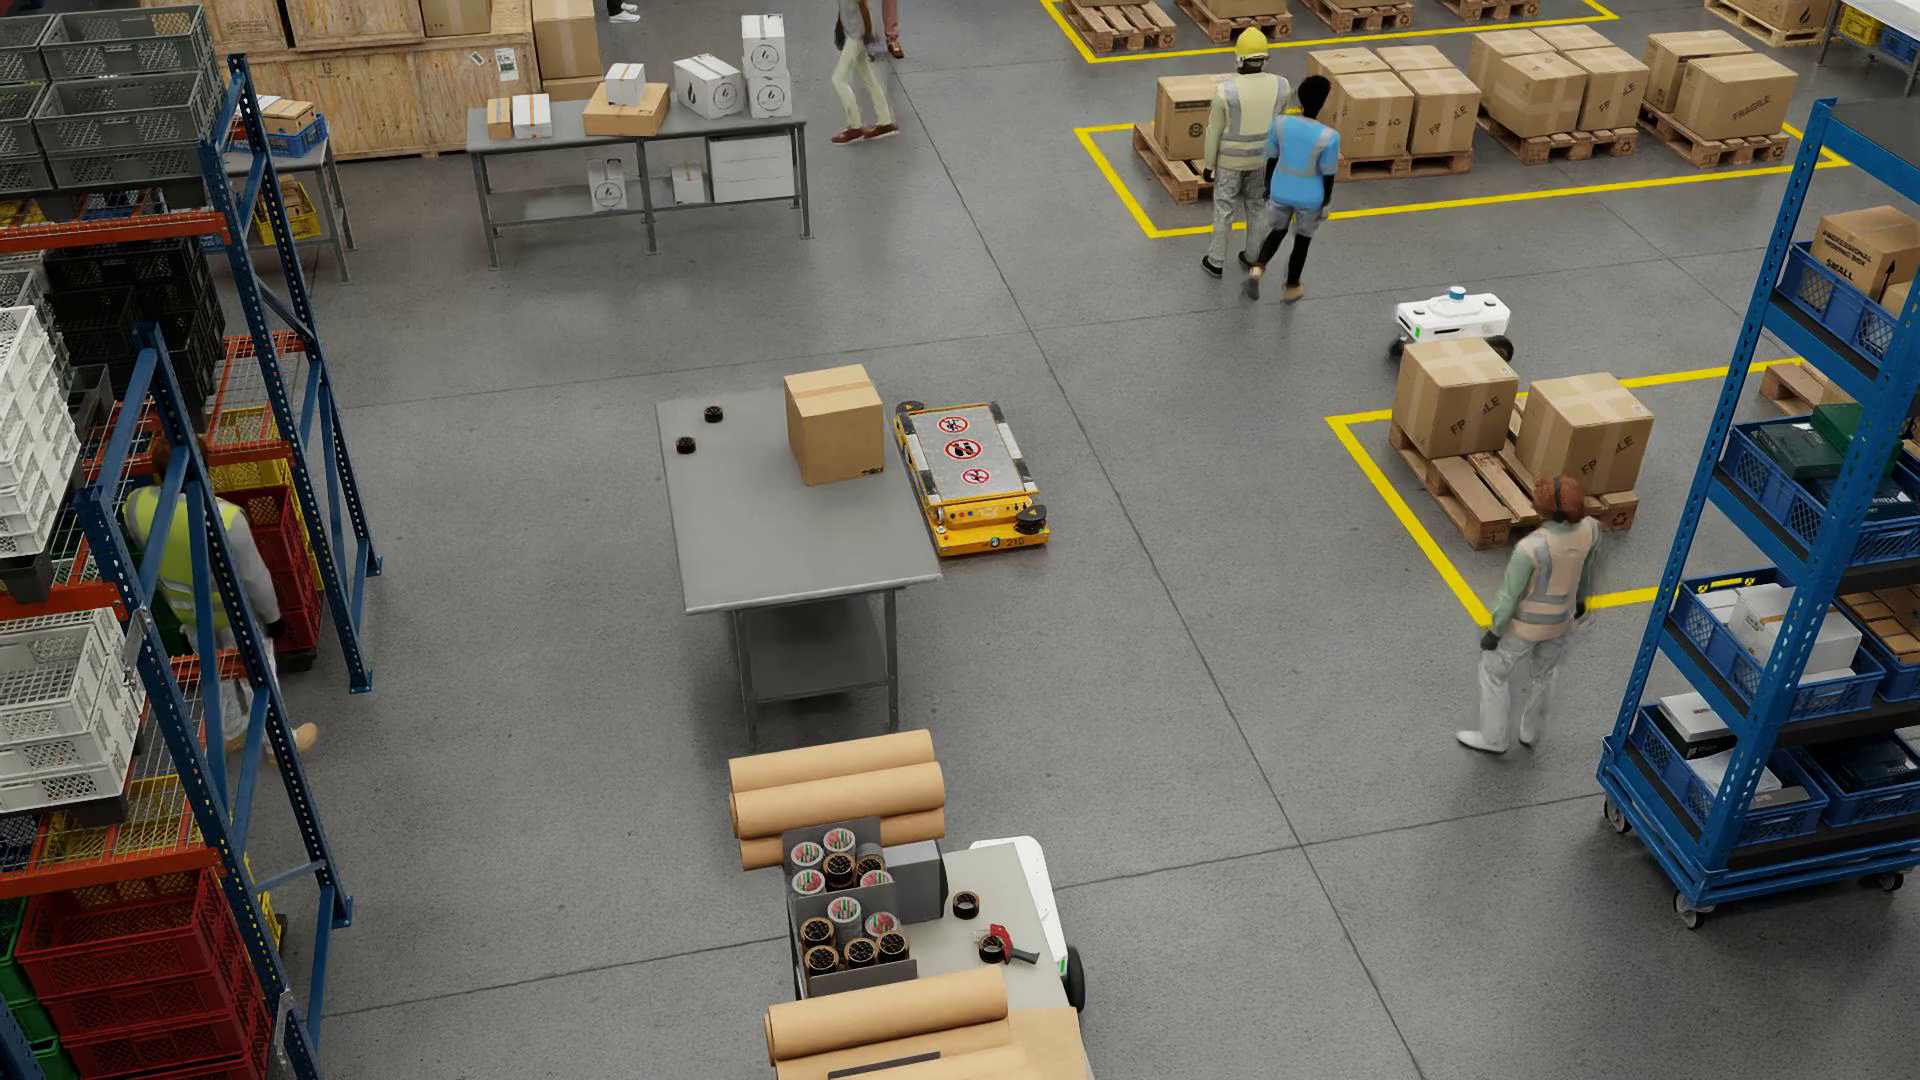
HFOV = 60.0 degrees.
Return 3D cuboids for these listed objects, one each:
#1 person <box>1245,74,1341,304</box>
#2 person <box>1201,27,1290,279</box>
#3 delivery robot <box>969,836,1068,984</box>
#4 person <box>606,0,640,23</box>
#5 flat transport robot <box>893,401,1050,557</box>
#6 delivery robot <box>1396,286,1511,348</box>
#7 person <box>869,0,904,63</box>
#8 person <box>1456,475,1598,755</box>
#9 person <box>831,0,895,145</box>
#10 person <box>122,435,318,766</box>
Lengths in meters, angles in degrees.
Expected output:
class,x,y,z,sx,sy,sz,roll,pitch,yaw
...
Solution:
class,x,y,z,sx,sy,sz,roll,pitch,yaw
person,2.306,-2.369,11.537,0.551,1.677,0.529,24,43,29
person,2.026,-2.763,11.956,0.595,1.825,0.403,-9,38,-12
delivery robot,0.233,1.591,7.081,0.477,0.478,0.707,-5,37,-6
person,-3.452,-6.075,16.334,0.383,1.911,0.592,-9,37,-11
flat transport robot,0.046,-0.430,10.108,0.652,0.197,1.431,-8,37,-10
delivery robot,3.312,-1.474,11.200,0.707,0.478,0.477,-8,37,-10
person,-0.791,-5.408,15.451,0.647,1.901,0.402,-11,38,-15
person,2.745,0.376,7.900,0.625,1.625,0.337,-17,40,-21
person,-0.880,-4.219,13.900,0.702,1.827,0.534,-5,37,-6
person,-3.479,0.294,7.840,0.644,1.835,0.429,10,38,13
